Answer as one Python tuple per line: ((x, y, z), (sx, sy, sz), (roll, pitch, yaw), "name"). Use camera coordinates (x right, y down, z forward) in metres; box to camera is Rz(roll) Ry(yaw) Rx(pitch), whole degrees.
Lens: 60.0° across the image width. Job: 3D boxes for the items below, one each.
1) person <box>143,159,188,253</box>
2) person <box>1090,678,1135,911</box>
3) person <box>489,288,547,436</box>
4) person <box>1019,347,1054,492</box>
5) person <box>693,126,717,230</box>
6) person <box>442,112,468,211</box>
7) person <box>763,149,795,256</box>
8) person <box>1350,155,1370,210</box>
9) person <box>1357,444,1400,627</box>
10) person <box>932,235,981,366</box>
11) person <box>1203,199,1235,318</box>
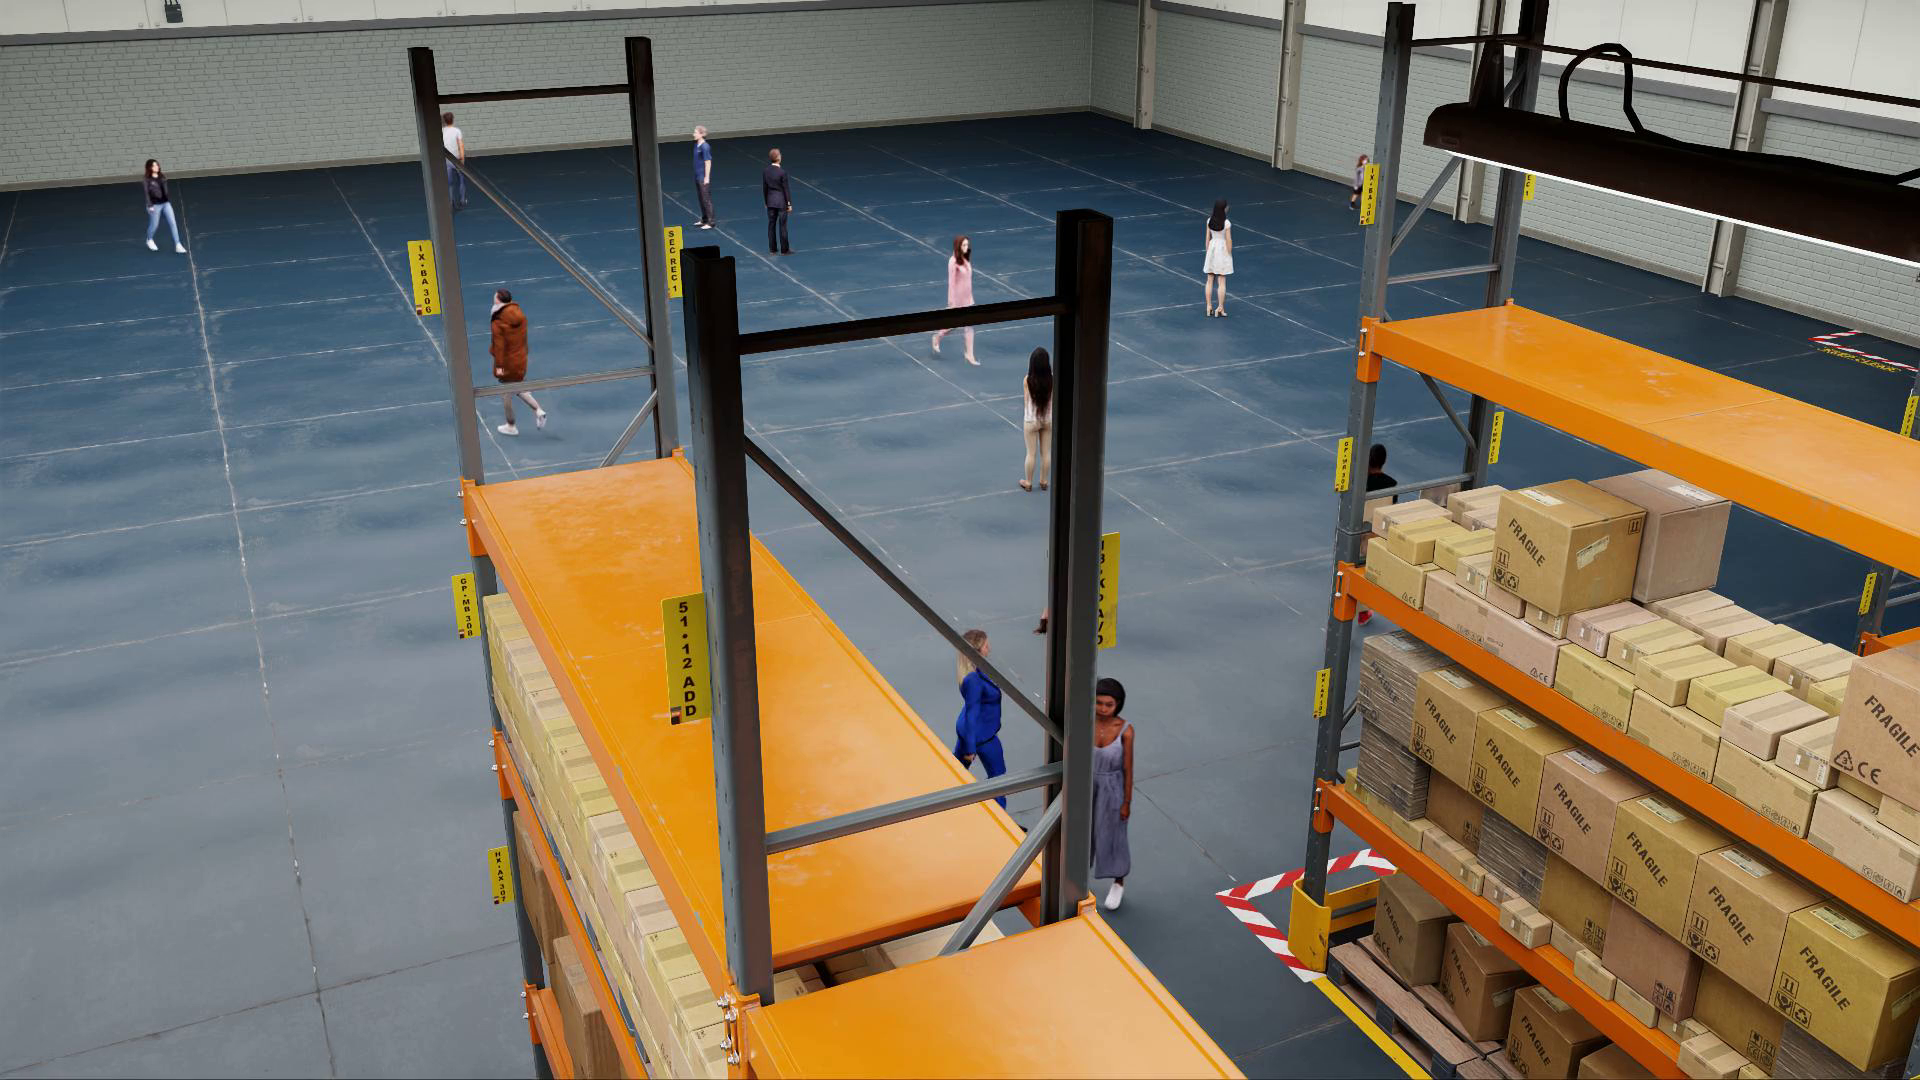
((-14.041, -5.811, 29.036), (1.208, 1.593, 1.052), (13, 26, 28), "person")
((0.968, 1.695, 11.256), (0.647, 1.694, 0.737), (12, 26, 25), "person")
((-5.355, -2.121, 20.063), (1.081, 1.825, 0.997), (11, 25, 24), "person")
((0.883, -1.323, 18.404), (0.630, 1.653, 0.568), (-10, 25, -23), "person")
((-4.763, -6.742, 30.871), (0.734, 1.871, 0.502), (-13, 26, -27), "person")
((-9.873, -7.338, 32.314), (0.948, 1.838, 1.252), (-1, 23, -3), "person")
((-3.180, -5.888, 28.933), (0.744, 1.816, 0.832), (11, 25, 25), "person")
((7.767, -6.923, 32.305), (0.537, 1.080, 0.810), (-7, 24, -17), "person")
((3.717, -0.007, 15.193), (0.804, 1.746, 0.863), (12, 26, 26), "person")
((-0.066, -3.298, 22.895), (1.174, 1.776, 0.954), (16, 28, 34), "person")
((3.905, -4.269, 25.179), (0.721, 1.775, 0.817), (18, 29, 35), "person")
